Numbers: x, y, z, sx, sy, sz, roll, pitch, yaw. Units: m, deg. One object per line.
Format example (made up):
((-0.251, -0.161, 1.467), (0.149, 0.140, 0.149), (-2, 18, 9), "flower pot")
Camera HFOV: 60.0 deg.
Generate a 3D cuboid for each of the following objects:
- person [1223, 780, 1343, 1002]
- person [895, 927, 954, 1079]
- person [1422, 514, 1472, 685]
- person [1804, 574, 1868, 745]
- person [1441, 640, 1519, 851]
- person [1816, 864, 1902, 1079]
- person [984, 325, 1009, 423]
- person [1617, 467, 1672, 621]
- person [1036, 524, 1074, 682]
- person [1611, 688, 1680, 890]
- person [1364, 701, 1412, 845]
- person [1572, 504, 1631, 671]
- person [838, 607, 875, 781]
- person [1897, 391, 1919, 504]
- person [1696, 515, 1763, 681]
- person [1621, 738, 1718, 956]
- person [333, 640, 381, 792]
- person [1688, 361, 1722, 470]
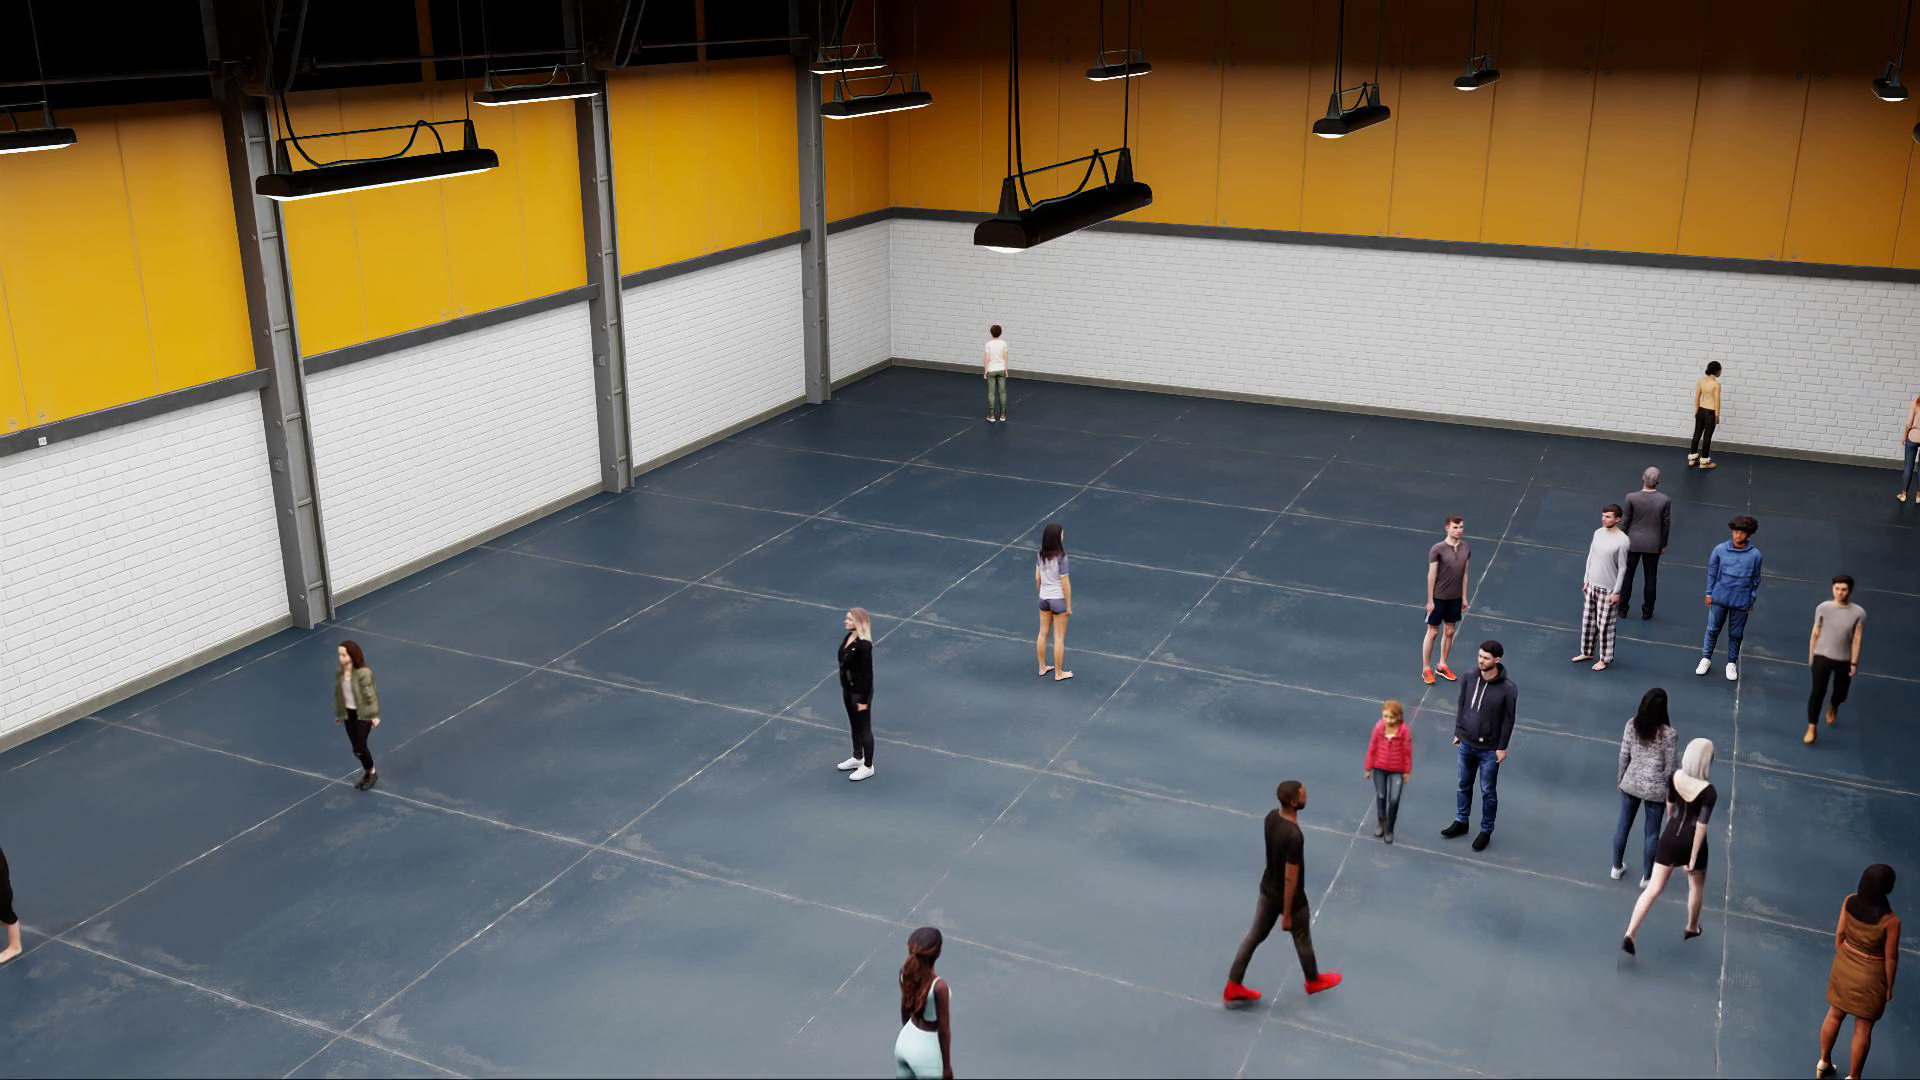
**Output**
((2.236, 2.583, 12.024), (1.207, 1.761, 1.172), (-6, 19, -16), "person")
((-0.244, 3.189, 10.294), (0.694, 1.717, 0.667), (-17, 25, -41), "person")
((5.181, 0.609, 17.744), (0.730, 1.853, 0.774), (-5, 19, -15), "person")
((8.637, 1.142, 16.399), (0.652, 1.701, 0.994), (11, 21, 29), "person")
((4.508, 1.731, 14.345), (0.719, 1.895, 0.750), (-16, 24, -40), "person")
((6.024, 2.922, 11.130), (0.679, 1.690, 0.646), (-10, 21, -27), "person")
((0.617, -2.852, 28.332), (0.668, 1.654, 0.704), (-3, 19, -10), "person")
((8.003, 0.027, 19.488), (0.756, 1.842, 0.656), (5, 19, 15), "person")
((1.001, 0.648, 17.814), (0.643, 1.734, 0.613), (17, 25, 40), "person")
((5.647, 2.026, 13.725), (0.674, 1.732, 0.633), (17, 25, 41), "person")
((3.761, 1.981, 14.527), (0.528, 1.305, 0.546), (8, 20, 24), "person")
((7.015, 0.489, 18.107), (0.726, 1.848, 0.703), (-10, 21, -28), "person")
((-0.945, 1.420, 15.595), (0.728, 1.686, 0.692), (-9, 21, -25), "person")
((13.786, -1.426, 23.885), (0.598, 1.790, 0.524), (7, 20, 21), "person")
((8.281, 0.597, 17.848), (0.677, 1.809, 0.549), (9, 21, 26), "person")
((5.409, 2.367, 12.624), (1.240, 1.788, 0.953), (-14, 23, -36), "person")
((-5.524, 1.602, 15.401), (0.596, 1.466, 0.550), (9, 20, 24), "person")
((11.503, -1.941, 25.623), (0.729, 1.657, 0.688), (-9, 21, -25), "person")
